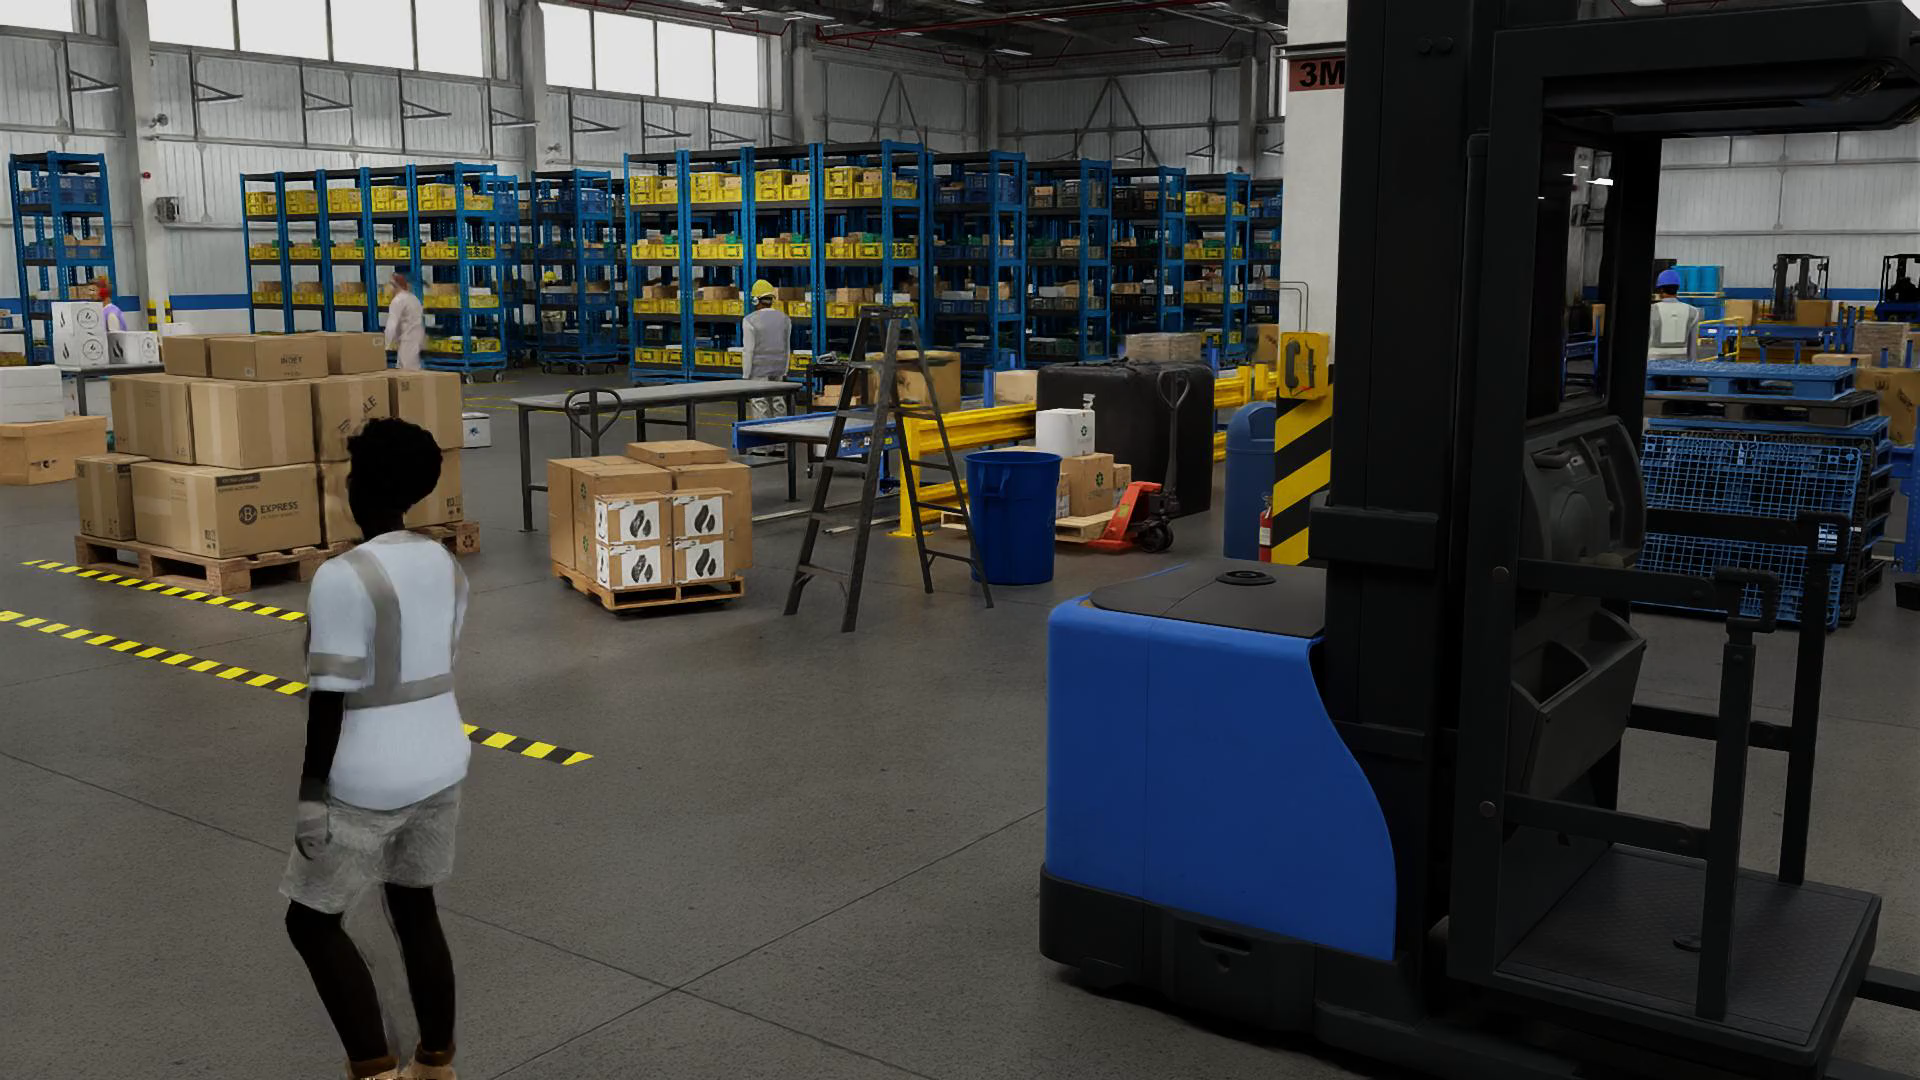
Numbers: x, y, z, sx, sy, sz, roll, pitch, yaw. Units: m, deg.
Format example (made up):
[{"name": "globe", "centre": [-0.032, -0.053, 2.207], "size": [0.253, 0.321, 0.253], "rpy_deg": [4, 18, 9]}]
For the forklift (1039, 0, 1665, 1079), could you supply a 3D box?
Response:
[{"name": "forklift", "centre": [1.249, -0.137, 4.360], "size": [1.873, 2.768, 1.129], "rpy_deg": [7, 12, 35]}]

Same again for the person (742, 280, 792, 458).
[{"name": "person", "centre": [-1.978, -1.706, 16.820], "size": [0.404, 1.833, 0.590], "rpy_deg": [9, 13, 43]}]

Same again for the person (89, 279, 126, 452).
[{"name": "person", "centre": [-9.017, -1.832, 17.634], "size": [0.449, 1.843, 0.611], "rpy_deg": [-7, 12, -37]}]

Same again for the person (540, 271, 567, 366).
[{"name": "person", "centre": [-7.872, -4.263, 32.079], "size": [0.588, 1.822, 0.403], "rpy_deg": [3, 10, 15]}]

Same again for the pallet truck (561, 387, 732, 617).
[{"name": "pallet truck", "centre": [-1.981, -0.274, 10.088], "size": [0.680, 1.201, 1.601], "rpy_deg": [-5, 11, -28]}]

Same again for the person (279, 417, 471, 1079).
[{"name": "person", "centre": [-1.335, 0.560, 3.868], "size": [0.339, 1.670, 0.605], "rpy_deg": [3, 10, 16]}]

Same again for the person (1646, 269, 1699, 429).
[{"name": "person", "centre": [7.047, -1.725, 16.645], "size": [0.615, 1.938, 0.427], "rpy_deg": [0, 10, -2]}]

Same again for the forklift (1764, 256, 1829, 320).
[{"name": "forklift", "centre": [20.253, -5.854, 40.139], "size": [1.157, 1.987, 2.680], "rpy_deg": [7, 12, 35]}]

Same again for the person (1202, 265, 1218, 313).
[{"name": "person", "centre": [7.338, -7.120, 48.580], "size": [0.623, 1.992, 0.396], "rpy_deg": [9, 13, 42]}]

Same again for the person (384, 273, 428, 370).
[{"name": "person", "centre": [-7.203, -2.481, 21.344], "size": [0.932, 1.863, 0.657], "rpy_deg": [0, 10, 1]}]

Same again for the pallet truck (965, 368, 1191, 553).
[{"name": "pallet truck", "centre": [0.845, -0.609, 11.869], "size": [1.630, 1.274, 0.653], "rpy_deg": [7, 12, 35]}]

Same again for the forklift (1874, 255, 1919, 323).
[{"name": "forklift", "centre": [22.089, -5.634, 38.796], "size": [1.157, 1.987, 2.680], "rpy_deg": [6, 11, 33]}]
